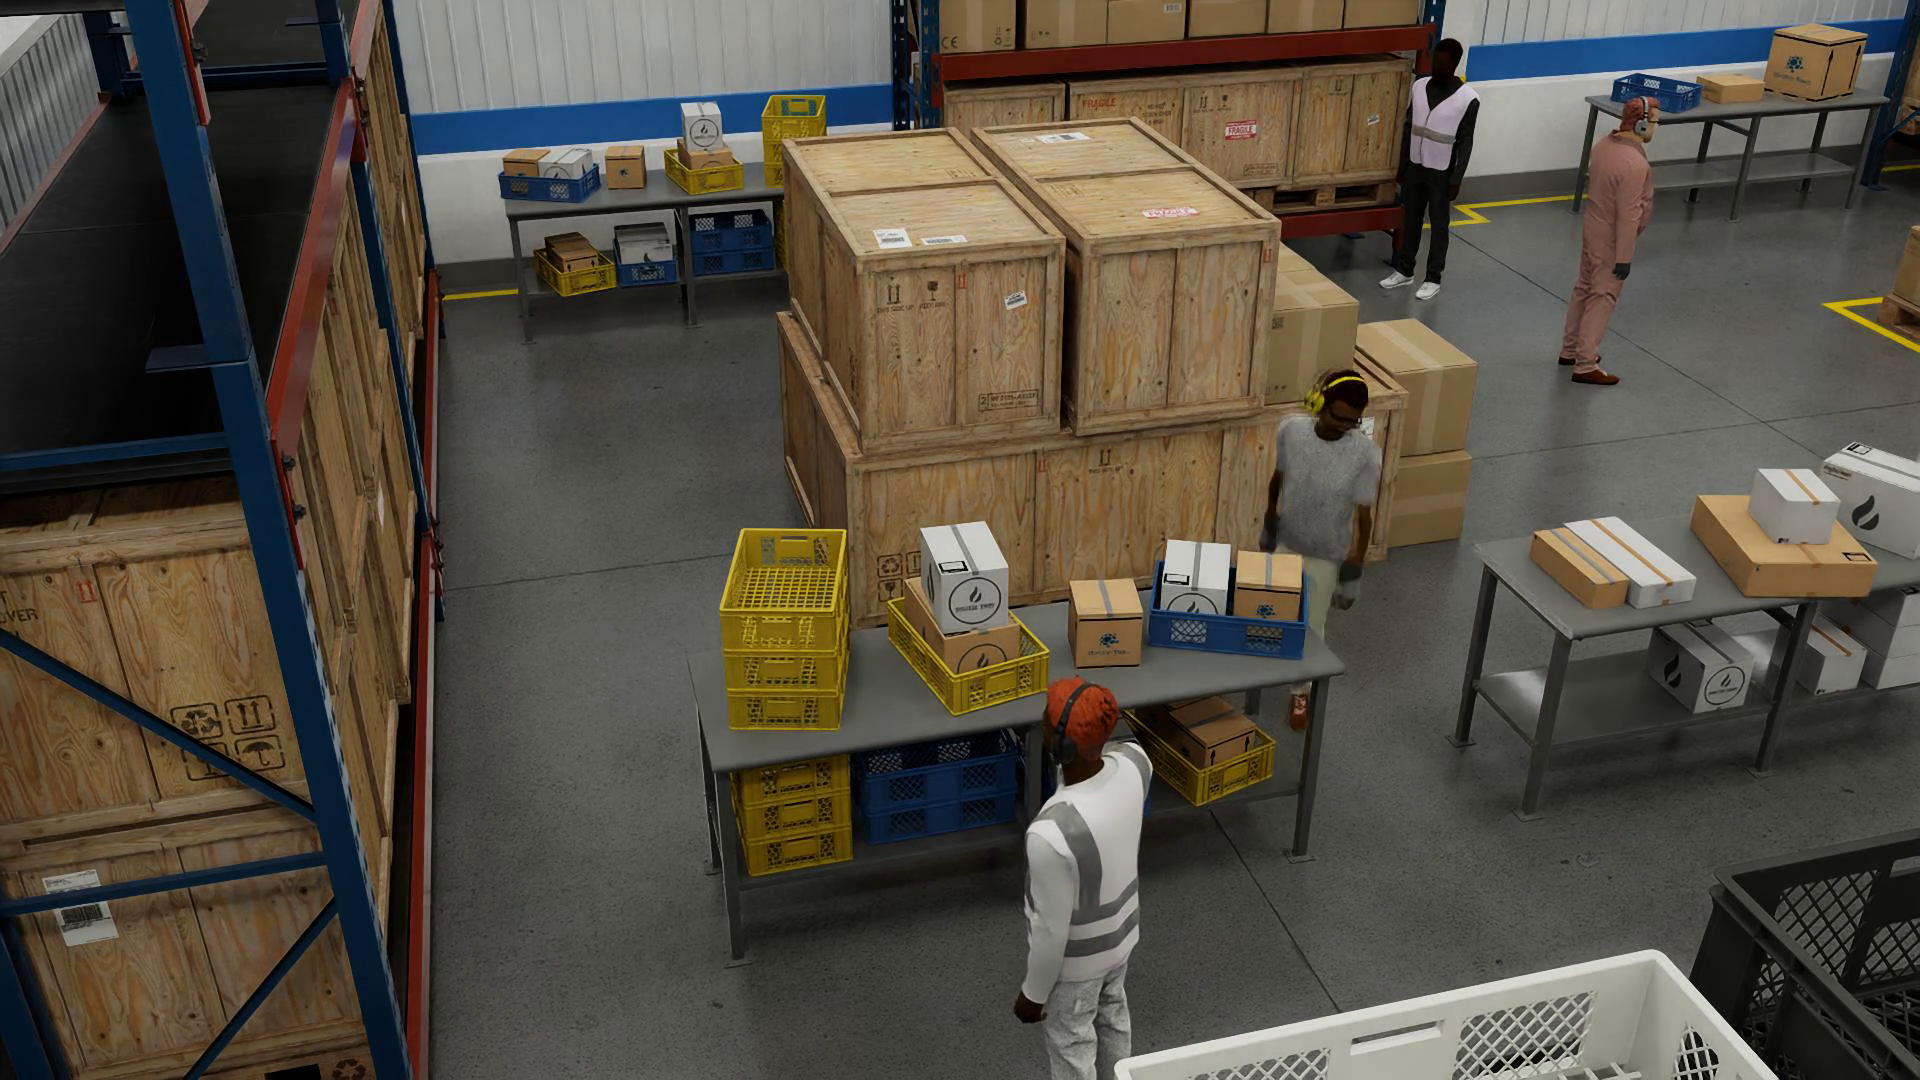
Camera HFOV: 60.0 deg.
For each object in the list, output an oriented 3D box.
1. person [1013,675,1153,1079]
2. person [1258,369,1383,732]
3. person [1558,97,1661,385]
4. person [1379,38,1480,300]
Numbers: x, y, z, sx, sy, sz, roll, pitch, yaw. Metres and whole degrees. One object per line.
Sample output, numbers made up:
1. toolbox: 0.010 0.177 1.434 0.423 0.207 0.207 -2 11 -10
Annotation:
1. person: 0.366 1.243 5.173 0.359 1.882 0.575 18 34 30
2. person: 1.538 0.035 7.426 0.642 1.826 0.433 19 34 31
3. person: 4.328 -1.977 11.005 0.401 1.899 0.645 0 29 -1
4. person: 3.535 -2.777 12.431 0.391 1.922 0.593 -22 35 -34
